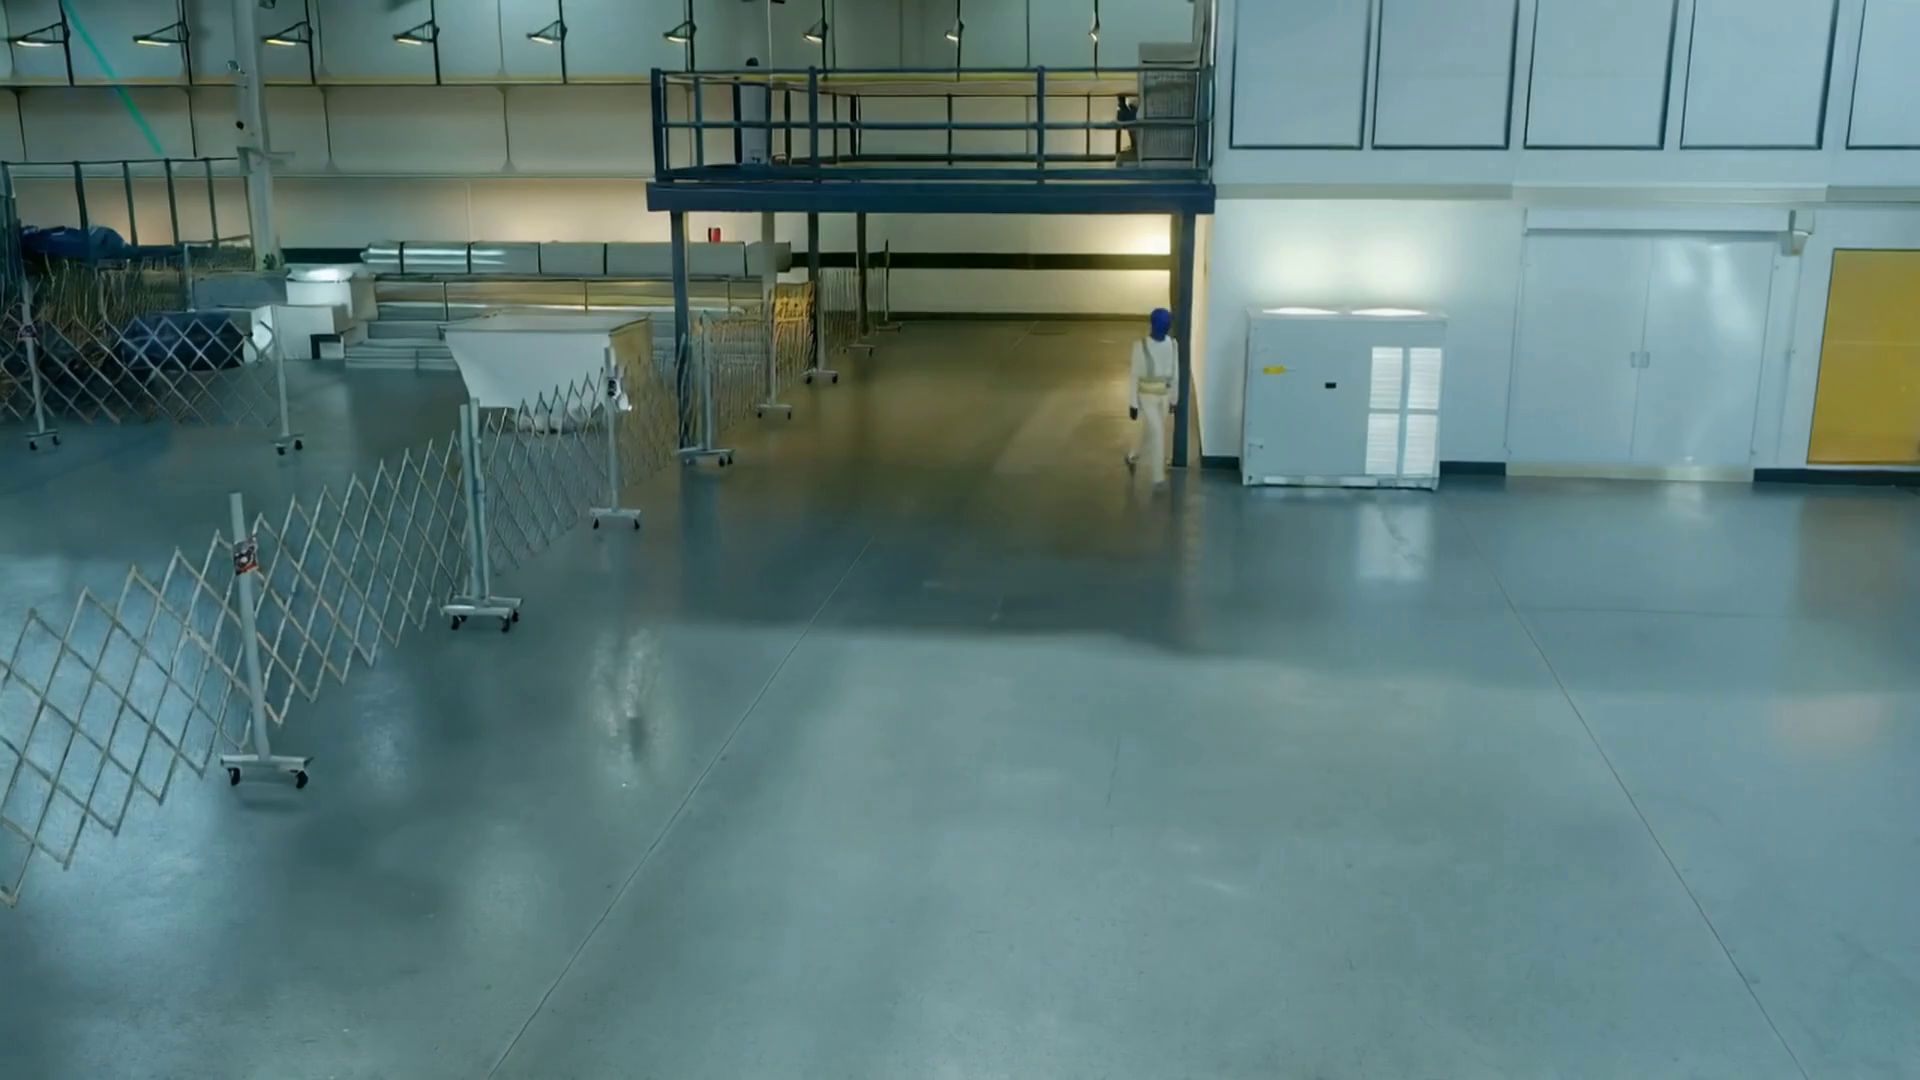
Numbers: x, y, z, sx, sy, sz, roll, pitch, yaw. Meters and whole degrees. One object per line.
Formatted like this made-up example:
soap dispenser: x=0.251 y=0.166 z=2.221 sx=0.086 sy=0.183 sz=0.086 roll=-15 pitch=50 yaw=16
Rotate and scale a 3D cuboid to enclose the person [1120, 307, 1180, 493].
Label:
person: x=1.926 y=-1.444 z=16.856 sx=0.571 sy=1.854 sz=0.878 roll=-10 pitch=17 yaw=-35
